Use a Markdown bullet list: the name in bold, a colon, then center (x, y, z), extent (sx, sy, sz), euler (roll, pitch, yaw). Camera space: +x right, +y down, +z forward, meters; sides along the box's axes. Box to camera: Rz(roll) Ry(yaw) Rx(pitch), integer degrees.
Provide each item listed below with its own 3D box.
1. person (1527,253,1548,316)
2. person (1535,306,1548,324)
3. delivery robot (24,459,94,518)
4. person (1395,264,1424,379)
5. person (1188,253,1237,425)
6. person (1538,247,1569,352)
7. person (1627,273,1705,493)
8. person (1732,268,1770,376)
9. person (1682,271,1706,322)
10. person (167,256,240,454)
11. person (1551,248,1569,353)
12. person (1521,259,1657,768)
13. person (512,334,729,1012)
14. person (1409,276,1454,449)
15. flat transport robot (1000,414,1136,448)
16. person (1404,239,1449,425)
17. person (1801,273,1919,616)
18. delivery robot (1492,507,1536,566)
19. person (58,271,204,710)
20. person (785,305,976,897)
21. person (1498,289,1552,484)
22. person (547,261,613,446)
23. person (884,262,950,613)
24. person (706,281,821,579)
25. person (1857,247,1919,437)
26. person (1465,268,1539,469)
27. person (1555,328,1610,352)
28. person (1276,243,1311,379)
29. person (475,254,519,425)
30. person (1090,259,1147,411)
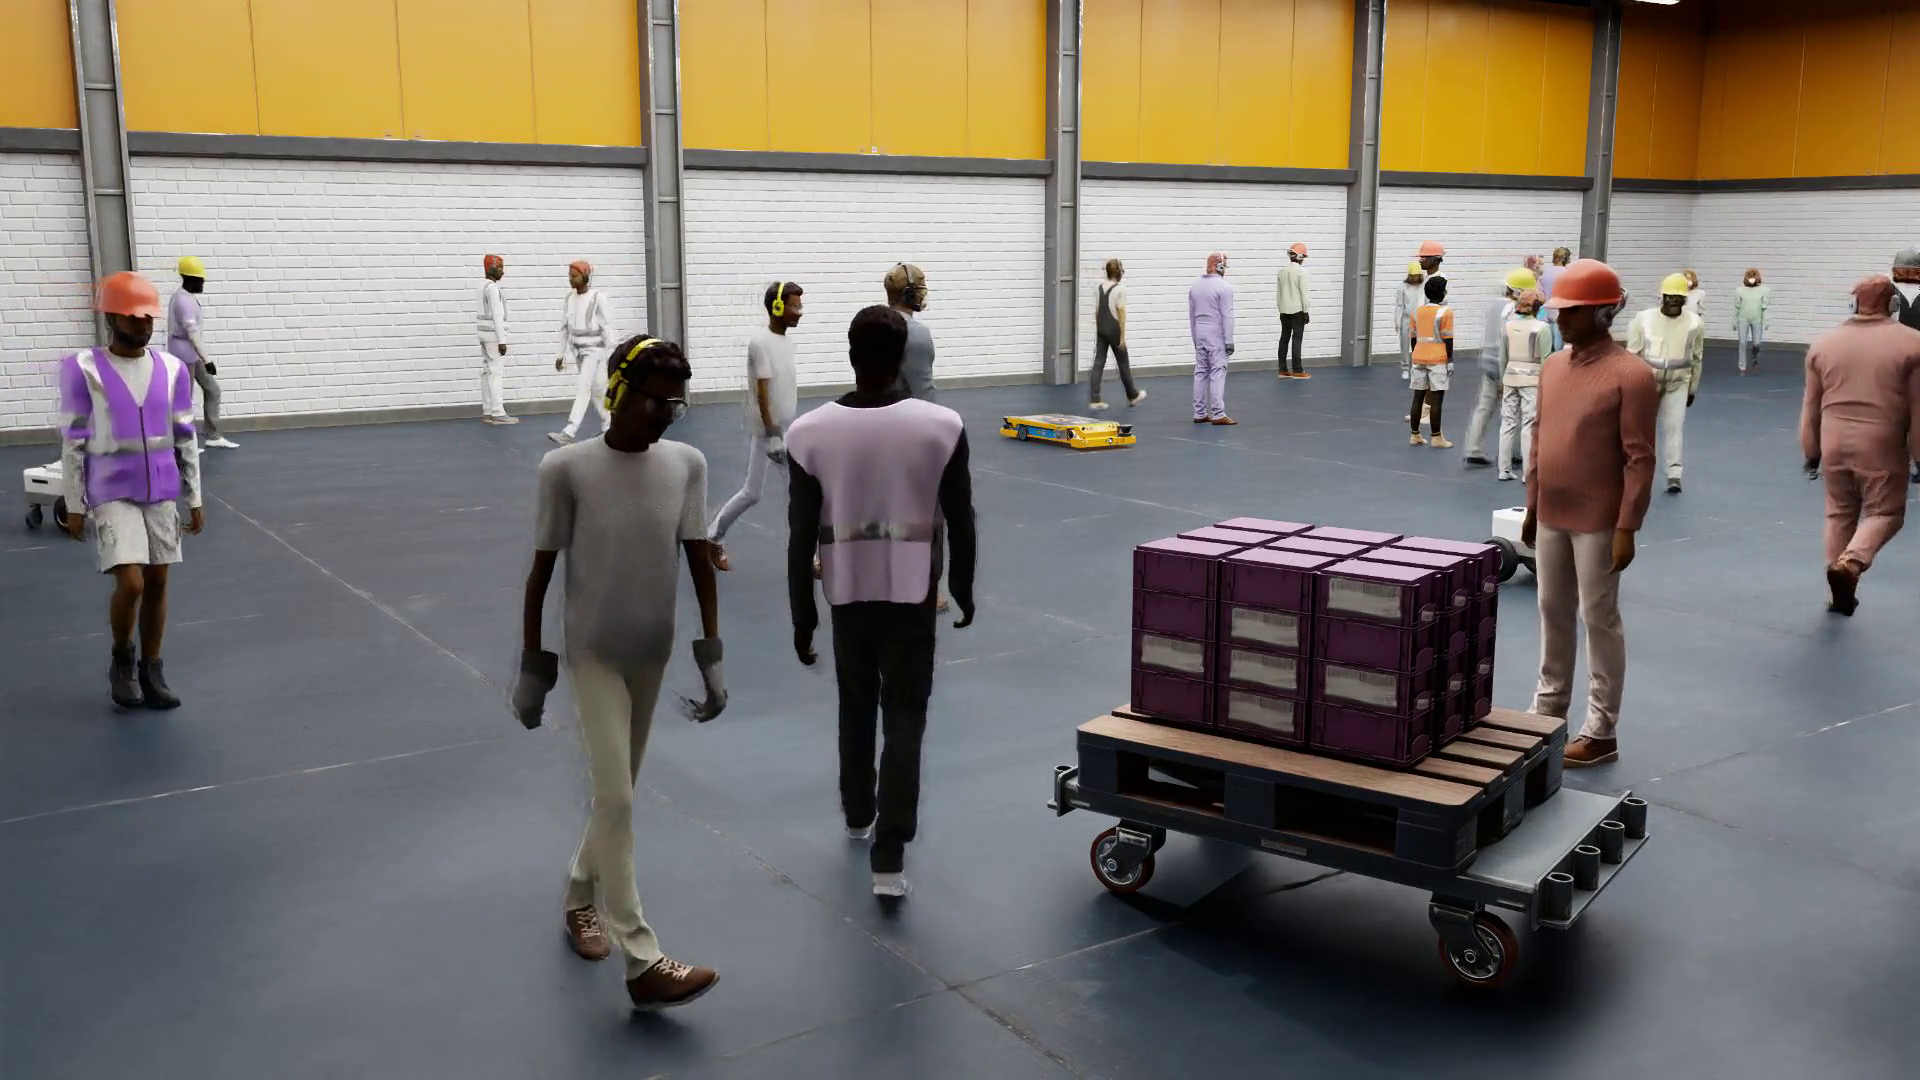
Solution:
- **person**: center (7.423, -2.827, 21.856), extent (0.949, 1.874, 0.634), euler (1, 10, 4)
- **person**: center (6.442, -2.214, 19.081), extent (0.537, 1.650, 0.871), euler (2, 10, 10)
- **delivery robot**: center (-6.347, -0.402, 11.896), extent (0.707, 0.478, 0.477), euler (5, 12, 28)
- **person**: center (6.540, -3.144, 24.063), extent (0.500, 1.691, 0.932), euler (2, 10, 9)
- **person**: center (2.830, -2.227, 18.470), extent (0.406, 1.903, 0.636), euler (-7, 12, -33)
- **person**: center (8.225, -3.062, 22.953), extent (0.370, 1.934, 0.627), euler (-7, 12, -33)
- **person**: center (5.788, -1.297, 13.712), extent (0.604, 1.783, 0.948), euler (3, 11, 17)
- **person**: center (11.845, -3.266, 24.919), extent (0.523, 1.617, 0.420), euler (5, 11, 25)
- **person**: center (10.518, -3.109, 24.133), extent (0.509, 1.597, 0.841), euler (4, 11, 21)
- **person**: center (-7.277, -1.760, 15.921), extent (0.762, 1.890, 0.600), euler (-3, 11, -18)
- **person**: center (9.083, -3.450, 25.106), extent (0.610, 1.933, 0.927), euler (5, 11, 25)
- **person**: center (2.433, -0.103, 6.567), extent (0.402, 1.990, 0.622), euler (-4, 11, -20)
- **person**: center (-0.909, 0.347, 4.602), extent (0.544, 1.813, 0.885), euler (-9, 14, -42)
- **person**: center (4.654, -1.748, 16.397), extent (0.321, 1.697, 0.530), euler (-7, 12, -33)
- **flat transport robot**: center (1.077, -1.120, 16.864), extent (0.652, 0.197, 1.431), euler (-7, 12, -33)
- **person**: center (5.188, -2.288, 18.404), extent (0.388, 2.045, 0.605), euler (0, 10, 1)
- **person**: center (4.875, -0.498, 9.026), extent (0.638, 1.884, 0.657), euler (-8, 13, -38)
- **delivery robot**: center (3.539, -0.041, 9.914), extent (0.477, 0.478, 0.707), euler (-7, 12, -33)
- **person**: center (-3.571, -0.196, 7.241), extent (0.416, 1.924, 0.555), euler (8, 13, 38)
- **person**: center (-0.255, 0.188, 5.384), extent (0.593, 1.880, 0.944), euler (1, 10, 6)
- **person**: center (4.767, -1.290, 14.048), extent (0.311, 1.640, 0.513), euler (-7, 12, -33)
- **person**: center (-3.783, -1.848, 16.579), extent (0.605, 1.826, 0.995), euler (8, 13, 37)
- **person**: center (-0.319, -0.554, 9.201), extent (0.358, 1.938, 0.634), euler (-7, 12, -33)
- **person**: center (-1.204, -0.670, 10.180), extent (0.944, 1.823, 0.518), euler (6, 12, 28)
- **person**: center (8.024, -1.539, 14.308), extent (0.684, 2.000, 1.012), euler (2, 11, 13)
- **person**: center (4.925, -1.516, 14.845), extent (0.795, 1.786, 0.718), euler (-1, 10, -6)
- **person**: center (6.204, -1.730, 16.504), extent (0.568, 1.619, 0.538), euler (-9, 14, -41)
- **person**: center (4.918, -3.361, 24.449), extent (0.393, 1.986, 0.609), euler (-7, 12, -33)
- **person**: center (-5.187, -2.227, 18.513), extent (0.353, 1.883, 0.573), euler (-7, 12, -33)
- **person**: center (1.892, -2.474, 20.093), extent (0.932, 1.797, 0.537), euler (-10, 14, -44)
